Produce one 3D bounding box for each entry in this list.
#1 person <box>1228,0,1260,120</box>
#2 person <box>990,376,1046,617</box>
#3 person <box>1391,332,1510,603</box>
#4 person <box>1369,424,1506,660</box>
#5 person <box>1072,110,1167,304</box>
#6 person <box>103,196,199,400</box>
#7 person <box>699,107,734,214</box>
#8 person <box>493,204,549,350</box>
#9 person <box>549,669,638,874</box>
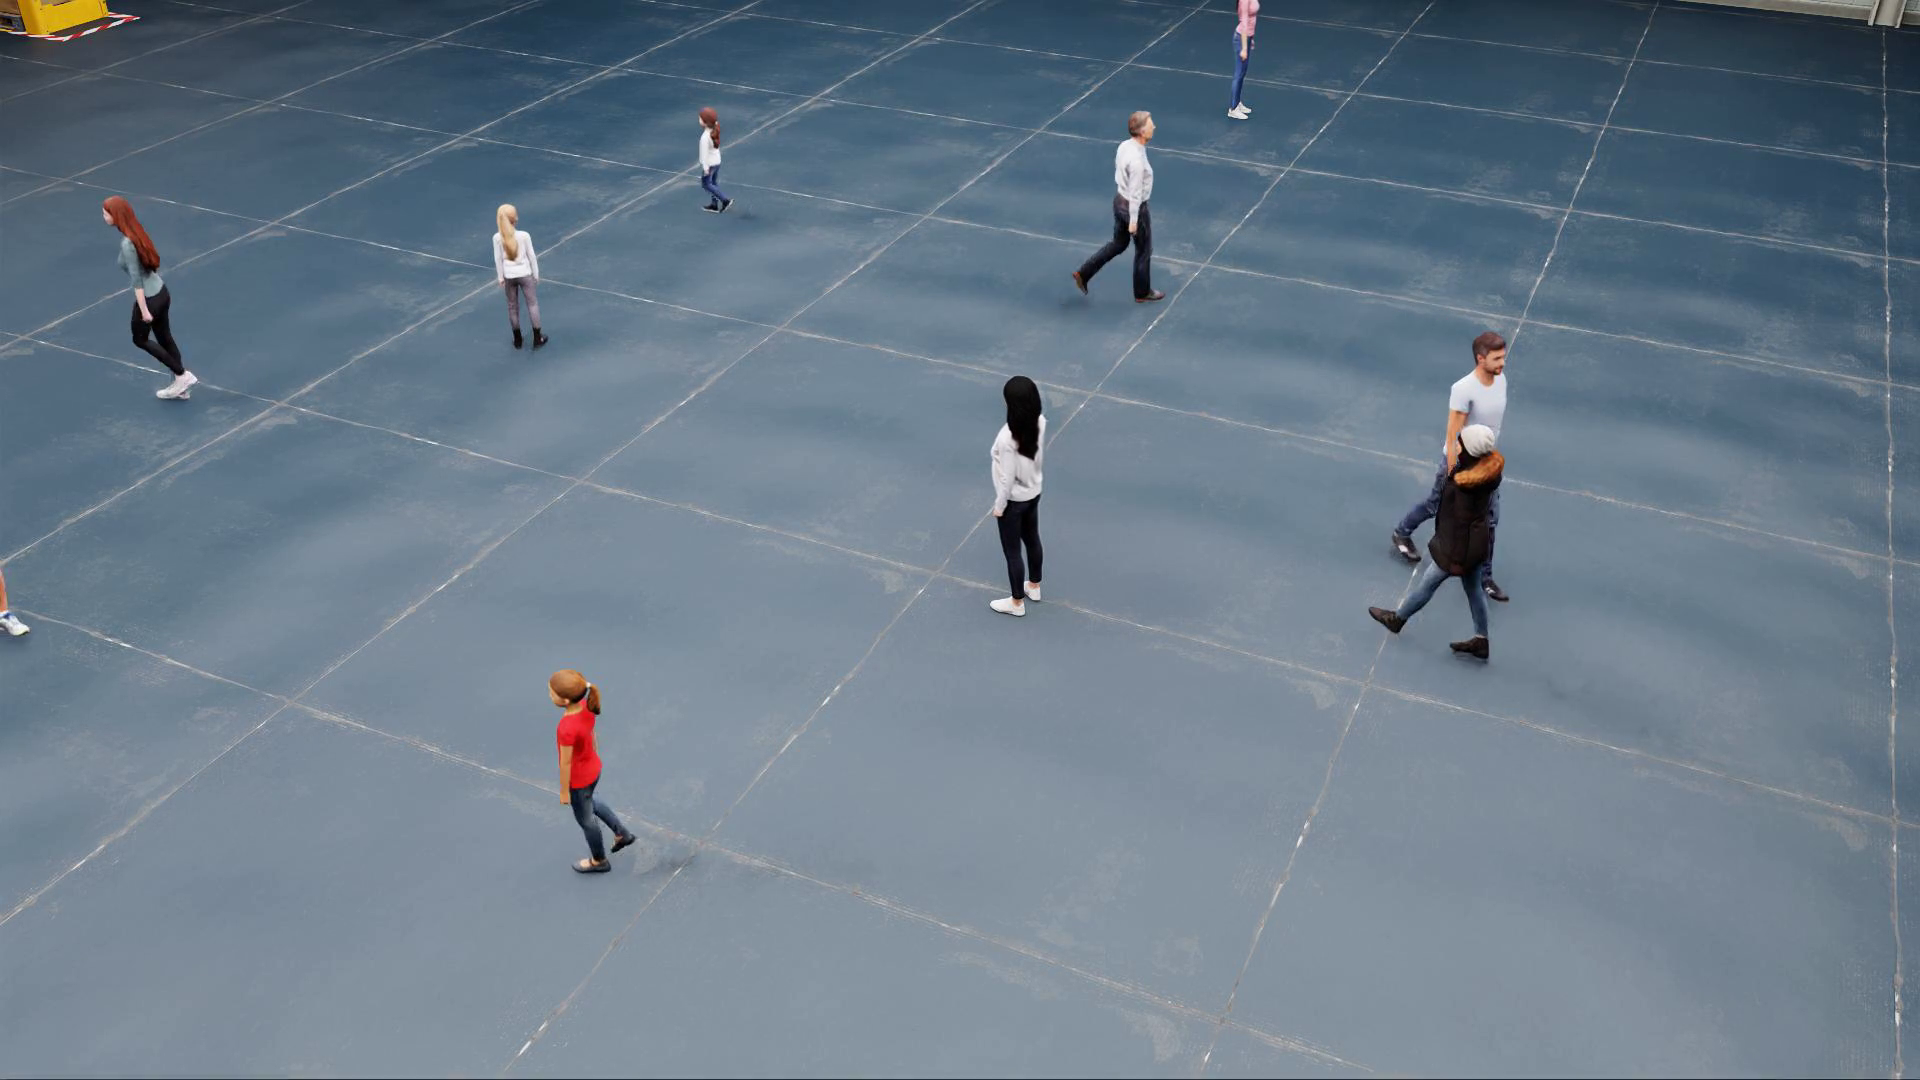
[{"bbox_3d":[3.346,-5.874,19.567,0.518,1.743,0.576,12,34,18],"label":"person"},{"bbox_3d":[0.384,-0.290,10.756,0.597,1.700,0.650,20,37,28],"label":"person"},{"bbox_3d":[3.277,-0.541,11.039,1.096,1.822,1.294,-19,37,-27],"label":"person"},{"bbox_3d":[3.183,0.053,10.314,1.065,1.590,0.741,19,37,28],"label":"person"},{"bbox_3d":[1.456,-2.957,14.892,1.199,1.798,1.076,-7,33,-10],"label":"person"},{"bbox_3d":[-6.393,-1.913,13.296,0.764,1.734,0.726,-2,32,-3],"label":"person"},{"bbox_3d":[-2.493,-3.861,16.975,0.611,1.104,0.473,10,34,15],"label":"person"},{"bbox_3d":[-3.799,-2.263,14.278,0.551,1.278,0.635,-3,32,-5],"label":"person"},{"bbox_3d":[-1.911,1.228,8.722,0.644,1.302,0.574,2,32,4],"label":"person"}]
